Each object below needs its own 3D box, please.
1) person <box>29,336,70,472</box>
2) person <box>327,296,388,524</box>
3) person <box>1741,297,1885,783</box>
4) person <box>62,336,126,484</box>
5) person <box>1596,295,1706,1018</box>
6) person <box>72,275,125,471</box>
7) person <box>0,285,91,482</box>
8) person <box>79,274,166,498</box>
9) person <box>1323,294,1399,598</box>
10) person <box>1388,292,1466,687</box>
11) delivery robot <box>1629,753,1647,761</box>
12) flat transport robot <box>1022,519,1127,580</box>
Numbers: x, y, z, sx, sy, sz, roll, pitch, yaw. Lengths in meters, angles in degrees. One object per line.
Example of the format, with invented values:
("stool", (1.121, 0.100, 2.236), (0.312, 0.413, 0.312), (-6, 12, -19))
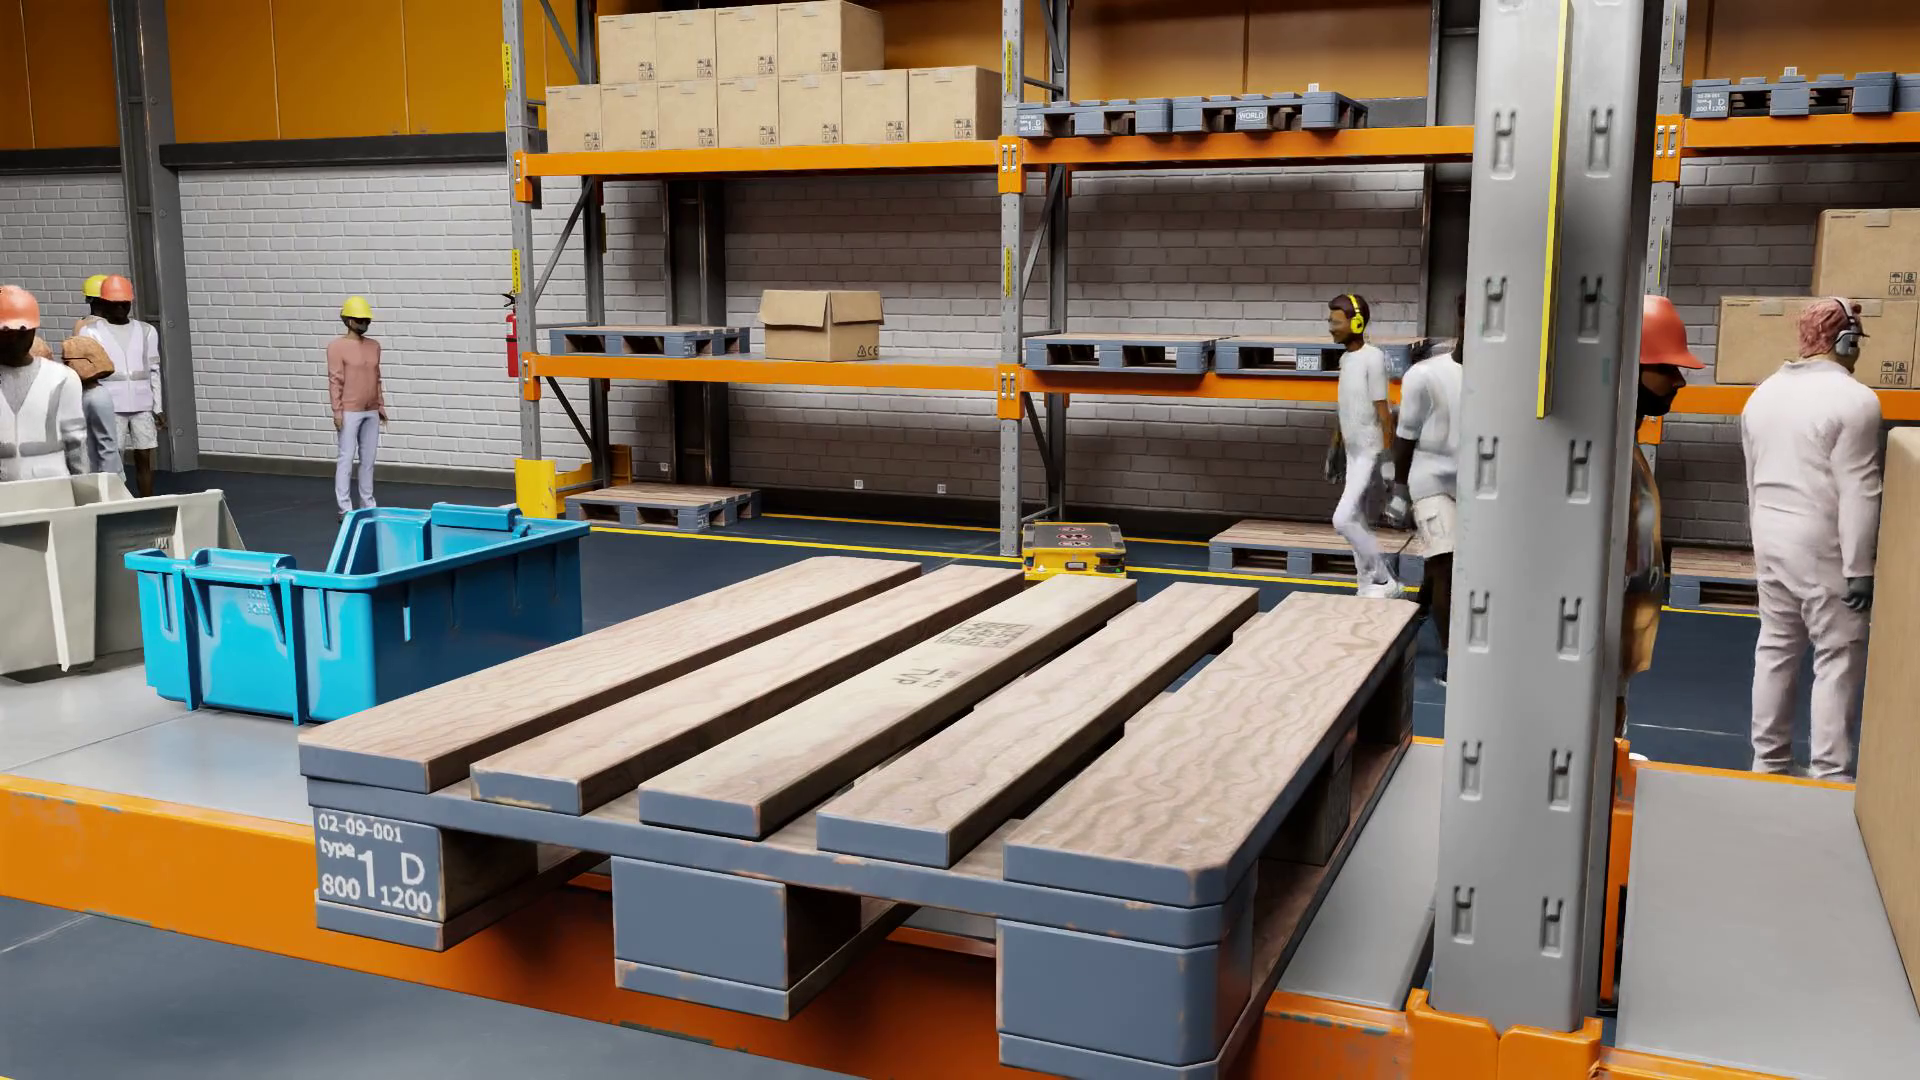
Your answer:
("person", (-4.916, -0.277, 8.924), (0.312, 1.642, 0.512), (-1, 9, -3))
("person", (-4.641, -0.998, 12.882), (0.329, 1.765, 0.533), (4, 10, 24))
("person", (3.210, 0.052, 6.223), (0.448, 1.895, 0.677), (-2, 10, -11))
("person", (-4.639, -0.275, 8.932), (0.281, 1.634, 0.498), (-7, 12, -36))
("person", (1.773, 0.308, 4.540), (0.375, 1.935, 0.550), (3, 10, 17))
("person", (-6.655, -1.095, 12.975), (0.585, 1.927, 0.366), (7, 12, 35))
("person", (-4.336, -0.211, 7.684), (0.591, 1.920, 0.524), (-5, 11, -29))
("person", (-6.169, -0.986, 12.297), (0.551, 1.932, 0.378), (-8, 12, -40))
("person", (2.285, -0.466, 9.458), (0.435, 1.841, 0.595), (-2, 10, -10))
("person", (2.357, -0.269, 8.082), (0.603, 1.921, 0.893), (-3, 10, -18))
("delivery robot", (1.985, 0.879, 4.969), (0.707, 0.478, 0.477), (-3, 10, -15))
("flat transport robot", (0.745, 0.056, 11.029), (0.652, 0.197, 1.431), (0, 9, 3))
